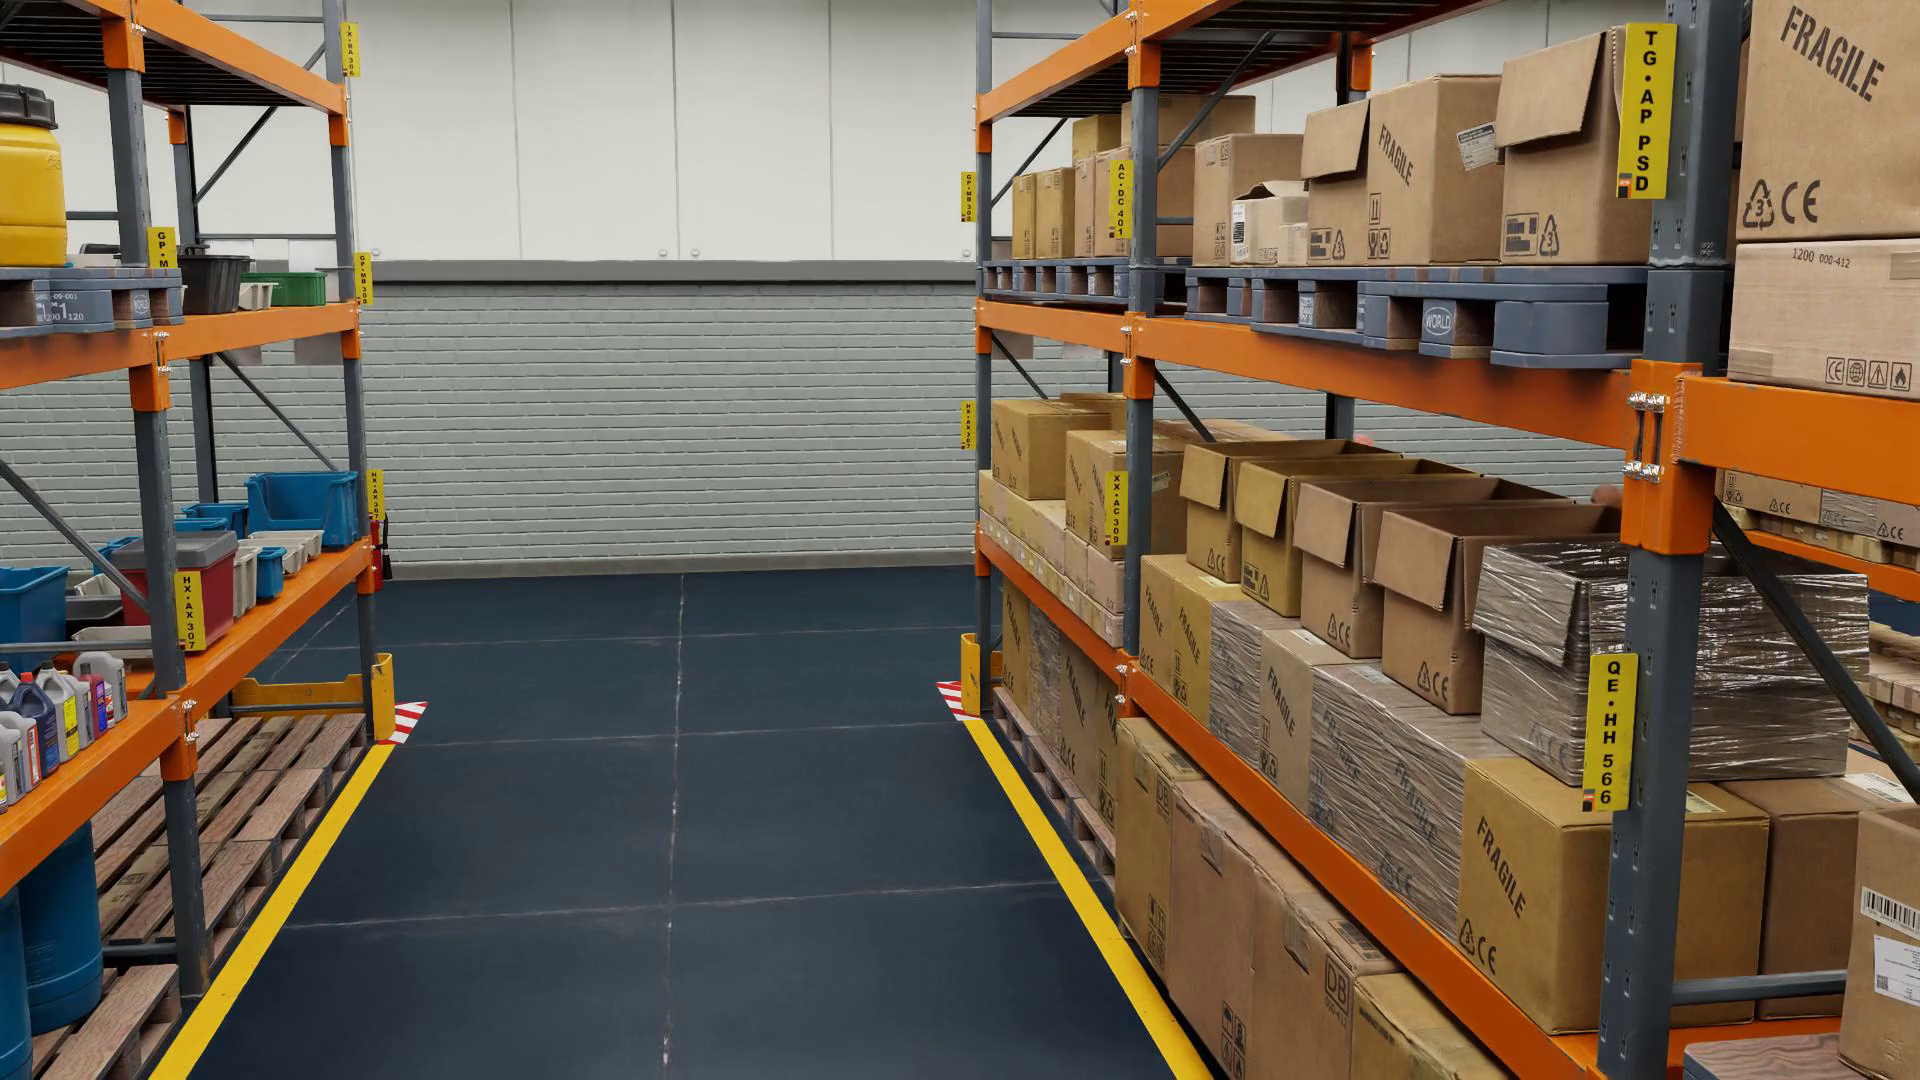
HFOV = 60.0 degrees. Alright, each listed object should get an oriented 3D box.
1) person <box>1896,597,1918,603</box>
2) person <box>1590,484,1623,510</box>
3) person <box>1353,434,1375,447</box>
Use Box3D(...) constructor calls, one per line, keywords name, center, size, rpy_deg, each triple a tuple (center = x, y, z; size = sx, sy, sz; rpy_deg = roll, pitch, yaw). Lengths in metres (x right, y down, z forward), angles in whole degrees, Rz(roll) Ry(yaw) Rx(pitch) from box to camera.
Box3D(name="person", center=(8.822, -0.353, 15.194), size=(0.328, 1.873, 0.521), rpy_deg=(7, 11, 36))
Box3D(name="person", center=(4.322, 0.427, 11.251), size=(0.525, 1.598, 0.855), rpy_deg=(0, 9, -1))
Box3D(name="person", center=(2.509, 0.290, 10.878), size=(0.634, 1.983, 0.539), rpy_deg=(-6, 11, -33))
